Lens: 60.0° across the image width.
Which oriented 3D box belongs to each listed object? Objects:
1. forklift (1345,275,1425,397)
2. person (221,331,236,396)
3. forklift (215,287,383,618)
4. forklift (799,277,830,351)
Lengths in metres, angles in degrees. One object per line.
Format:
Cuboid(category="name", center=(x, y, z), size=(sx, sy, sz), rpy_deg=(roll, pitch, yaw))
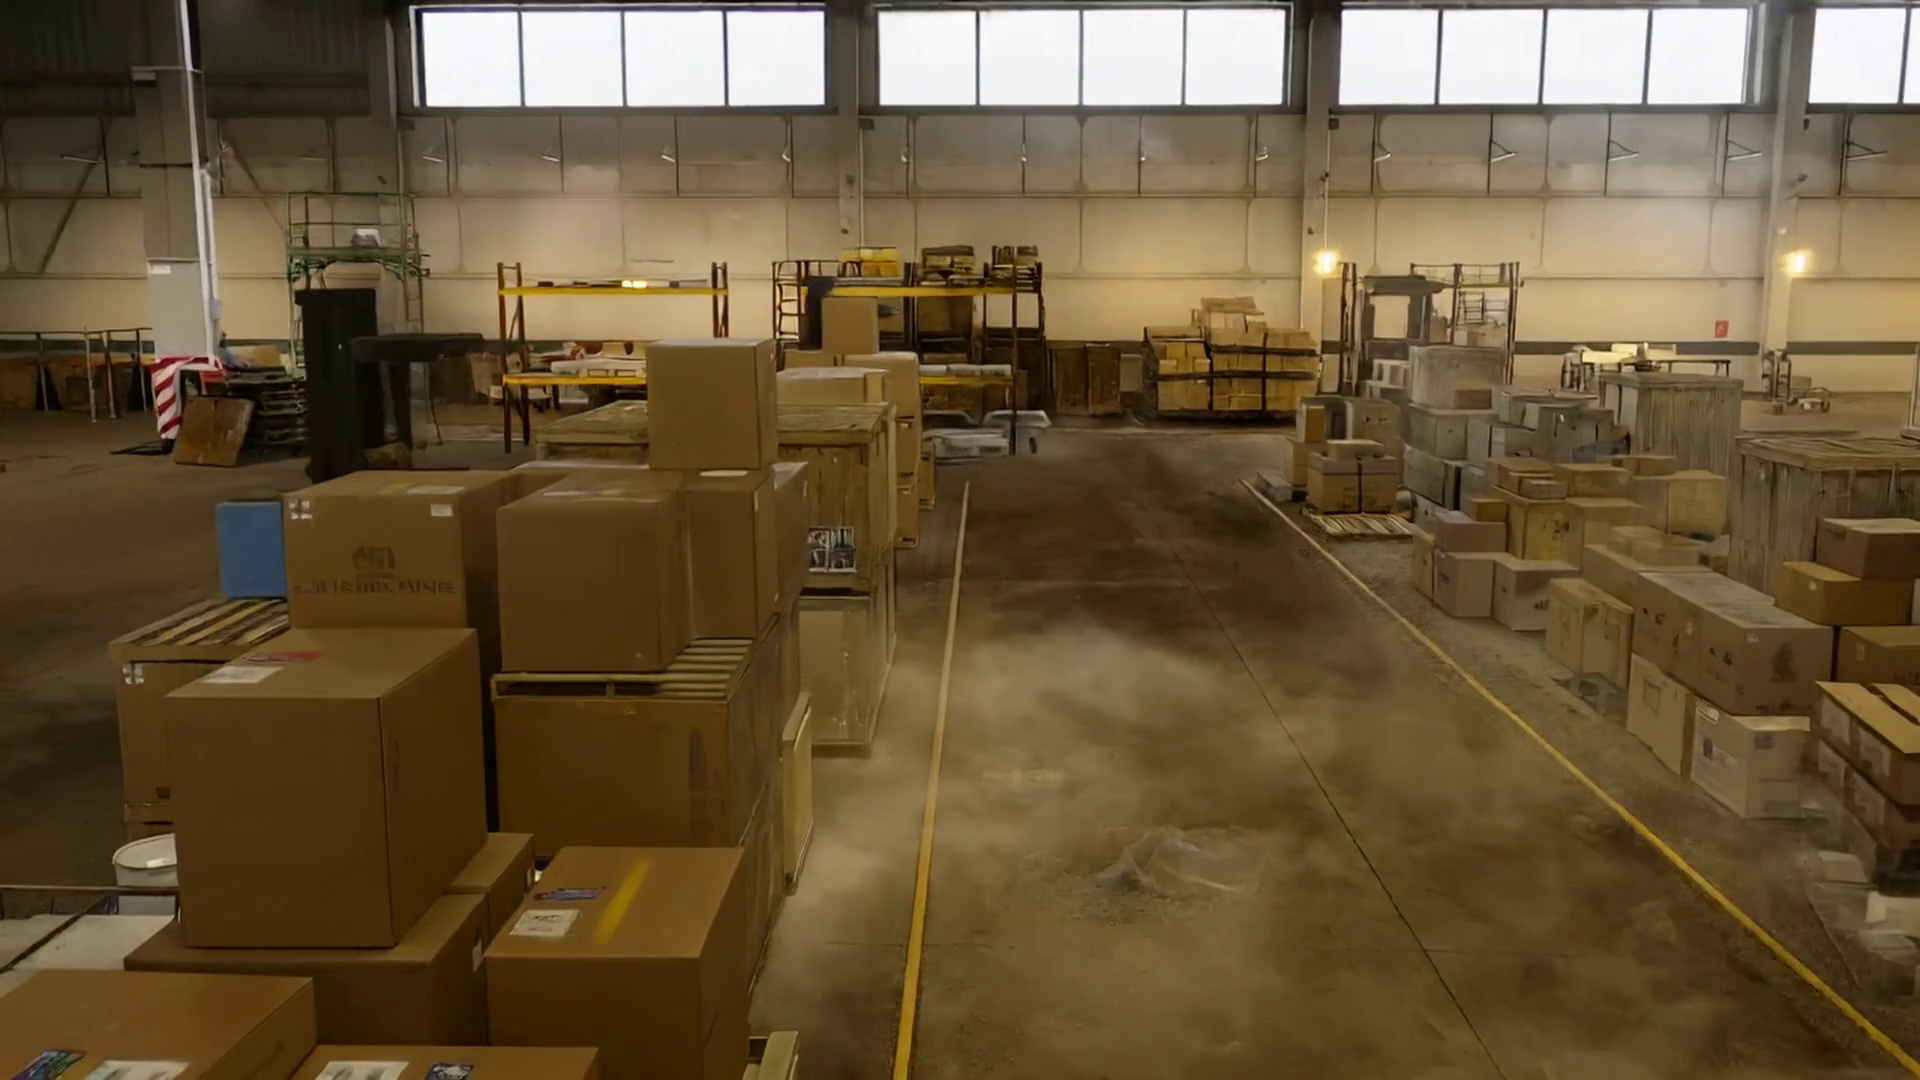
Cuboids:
Cuboid(category="forklift", center=(6.826, -2.807, 26.447), size=(1.129, 2.768, 1.873), rpy_deg=(0, 9, 1))
Cuboid(category="person", center=(-12.483, -2.633, 28.399), size=(1.002, 1.894, 0.559), rpy_deg=(-3, 10, -17))
Cuboid(category="forklift", center=(-5.142, -0.713, 13.904), size=(1.873, 2.768, 1.129), rpy_deg=(0, 9, 1))
Cuboid(category="forklift", center=(-2.050, -2.405, 24.044), size=(1.873, 2.768, 1.129), rpy_deg=(-1, 10, -6))
